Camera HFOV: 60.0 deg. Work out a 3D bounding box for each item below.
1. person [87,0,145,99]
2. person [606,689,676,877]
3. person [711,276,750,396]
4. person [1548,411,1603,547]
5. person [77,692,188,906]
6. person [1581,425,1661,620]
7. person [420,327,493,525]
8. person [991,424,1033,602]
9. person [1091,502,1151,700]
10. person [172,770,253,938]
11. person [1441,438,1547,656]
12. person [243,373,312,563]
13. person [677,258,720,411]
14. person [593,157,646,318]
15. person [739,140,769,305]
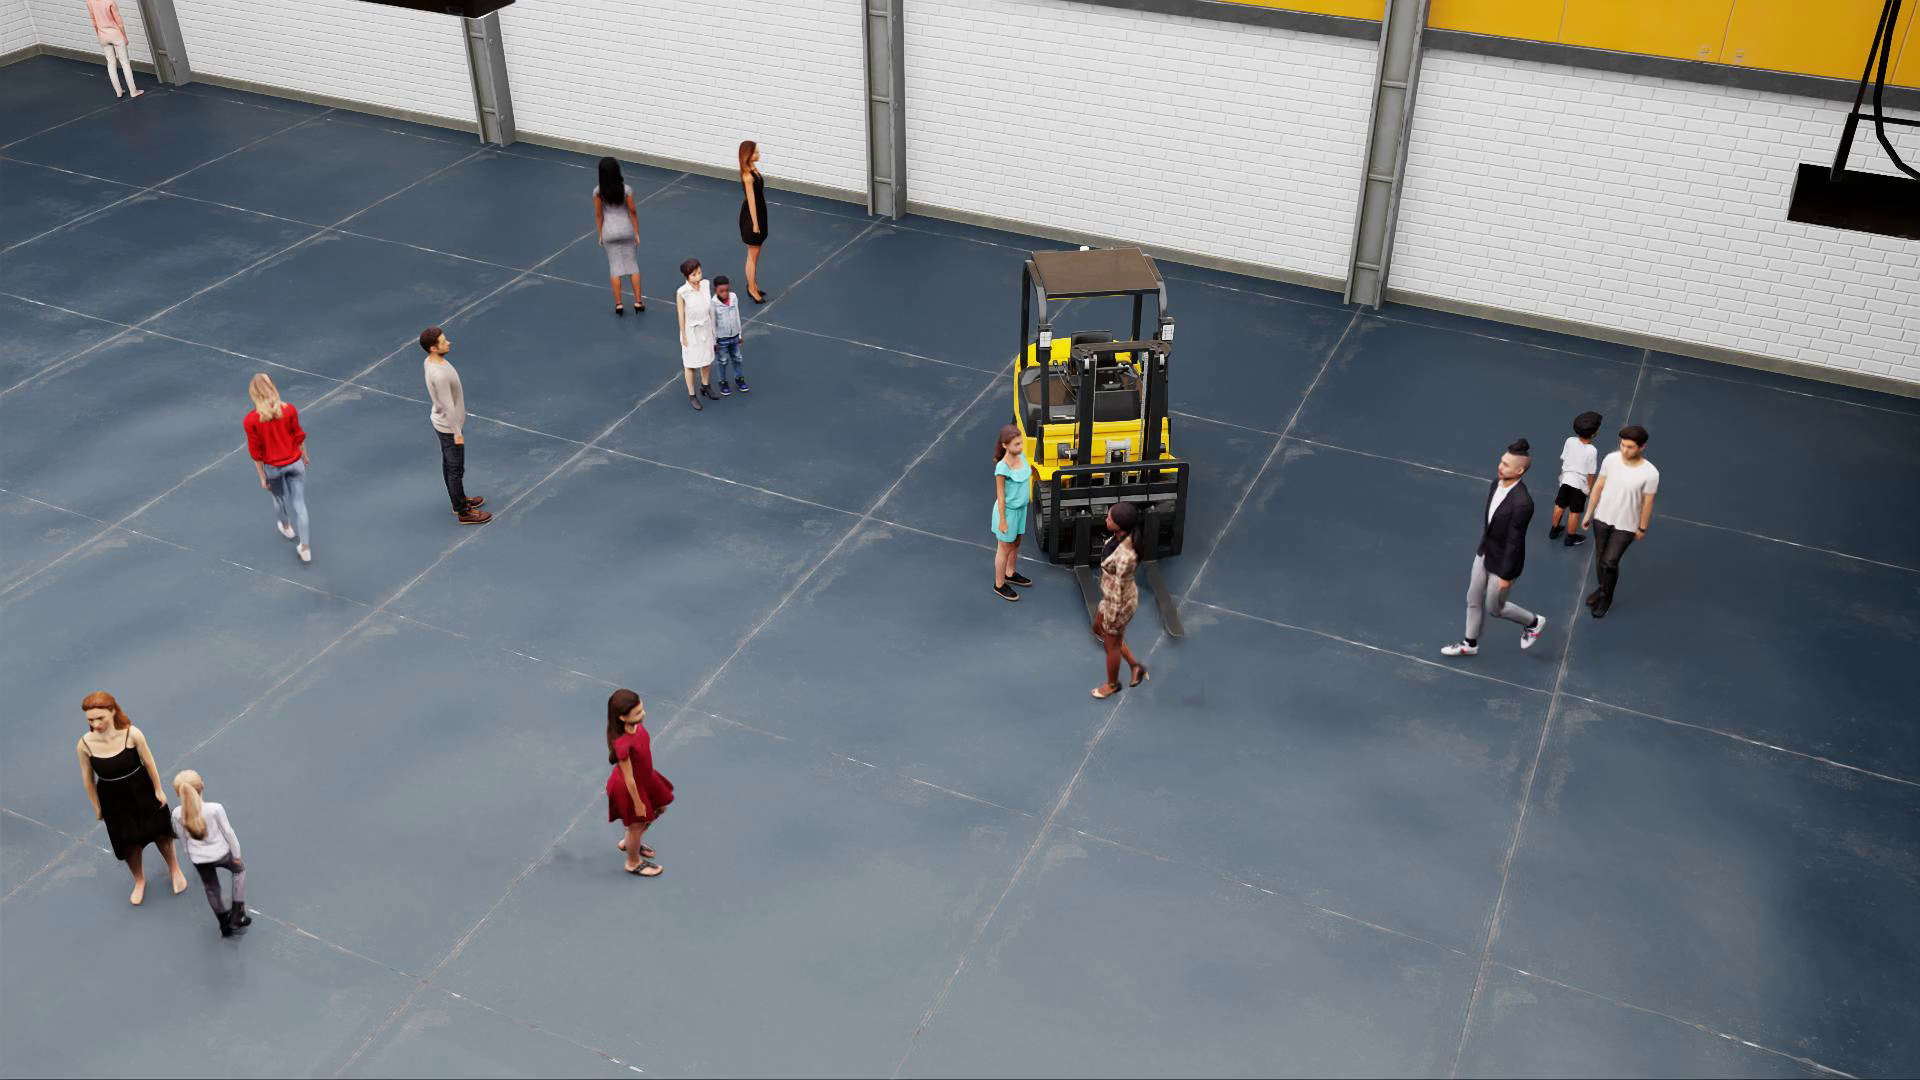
[{"bbox_3d":[-12.243,-7.263,23.991,0.581,1.721,0.726,2,34,3],"label":"person"},{"bbox_3d":[-2.202,1.581,10.850,0.747,1.539,0.674,1,34,2],"label":"person"},{"bbox_3d":[-2.331,-2.068,16.593,0.572,1.258,0.619,-18,37,-25],"label":"person"},{"bbox_3d":[5.291,-0.535,14.284,0.633,1.262,0.554,-21,39,-28],"label":"person"},{"bbox_3d":[-5.333,1.636,10.690,0.681,1.624,0.736,-13,36,-18],"label":"person"},{"bbox_3d":[5.338,-0.206,13.386,0.785,1.707,0.704,-22,39,-29],"label":"person"},{"bbox_3d":[-4.440,-1.004,14.443,0.806,1.867,0.723,-15,36,-21],"label":"person"},{"bbox_3d":[0.415,-0.253,13.591,0.566,1.558,0.567,19,38,26],"label":"person"},{"bbox_3d":[1.249,0.482,12.283,0.768,1.784,0.691,5,34,7],"label":"person"},{"bbox_3d":[-4.713,2.016,10.443,0.598,1.265,0.674,-5,34,-8],"label":"person"},{"bbox_3d":[4.219,0.108,12.711,1.146,1.933,1.035,-6,34,-9],"label":"person"},{"bbox_3d":[-5.659,-0.569,13.961,0.906,1.676,1.030,-19,38,-27],"label":"person"},{"bbox_3d":[-2.584,-2.051,16.301,0.615,1.554,0.623,26,41,33],"label":"person"},{"bbox_3d":[-3.673,-3.264,17.920,0.646,1.780,0.739,-5,34,-7],"label":"person"},{"bbox_3d":[-2.259,-3.484,18.204,0.672,1.834,0.662,-2,34,-2],"label":"person"}]
